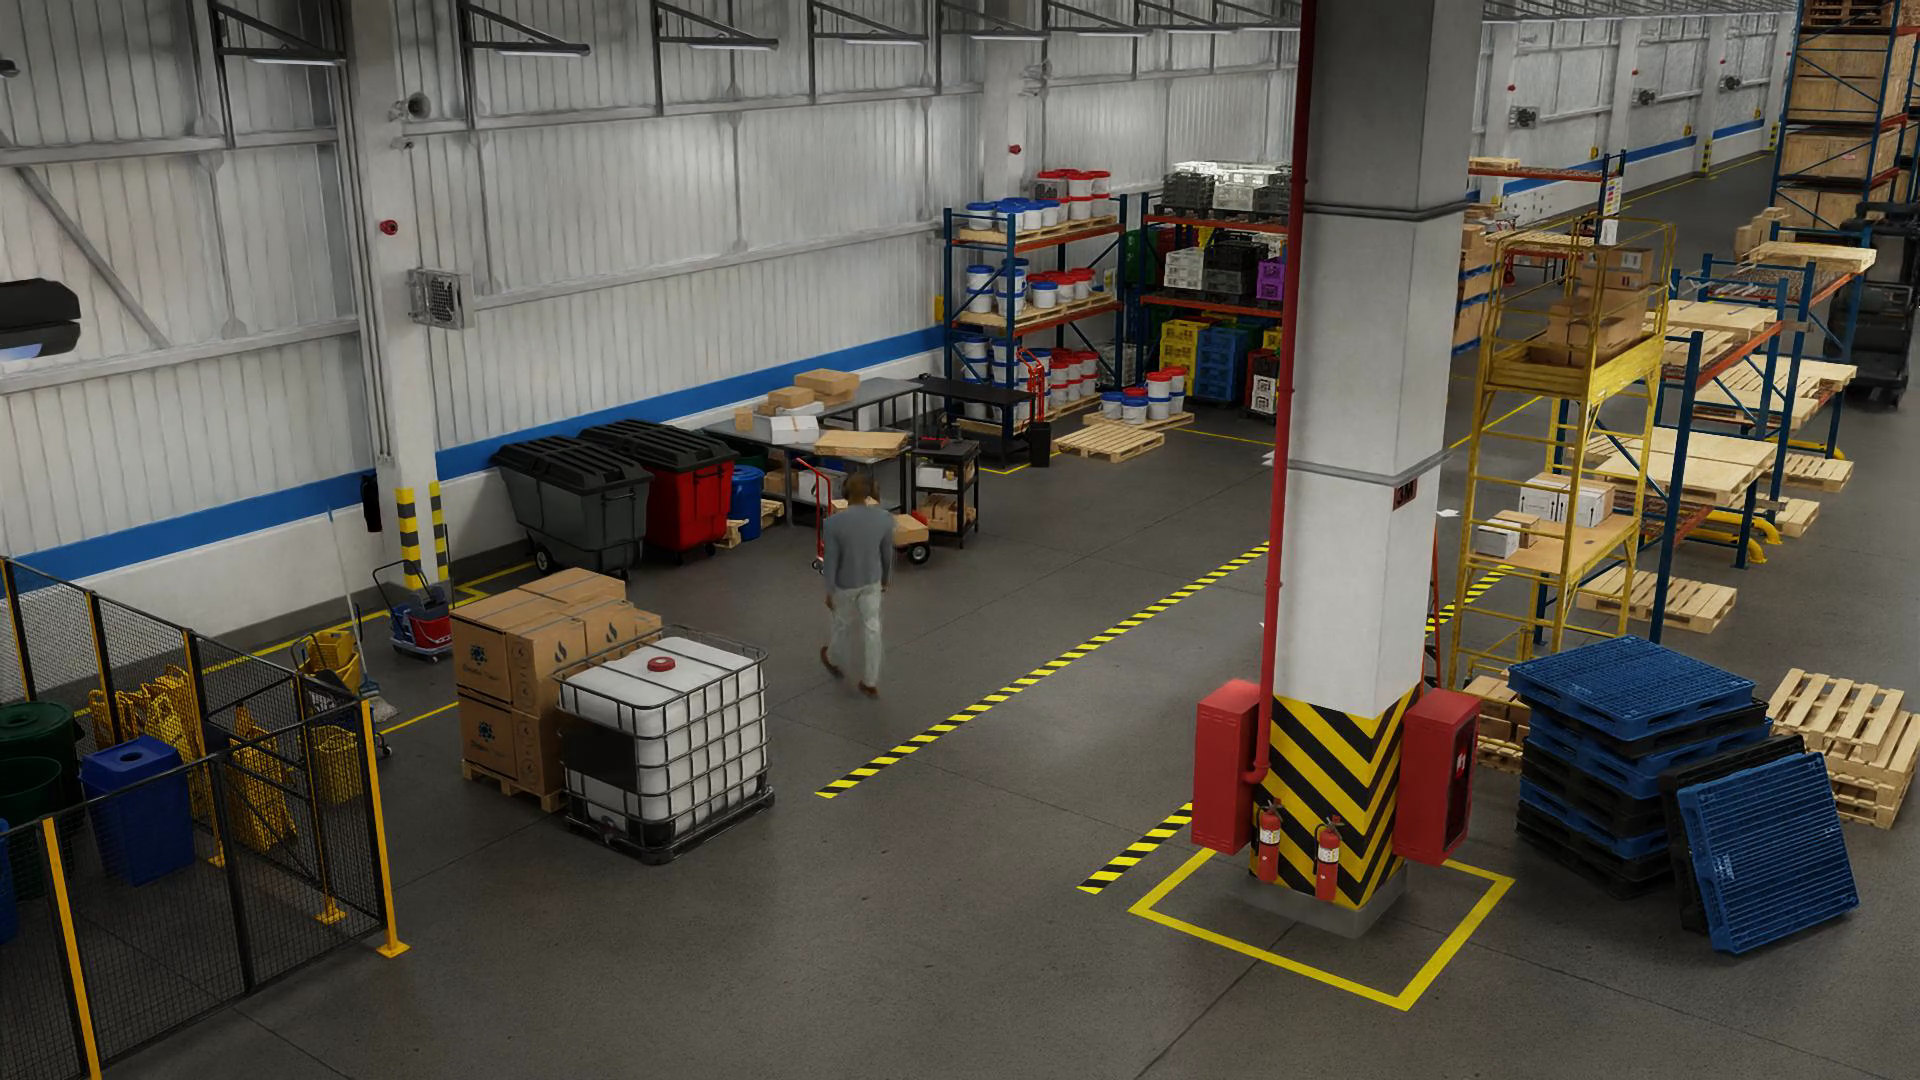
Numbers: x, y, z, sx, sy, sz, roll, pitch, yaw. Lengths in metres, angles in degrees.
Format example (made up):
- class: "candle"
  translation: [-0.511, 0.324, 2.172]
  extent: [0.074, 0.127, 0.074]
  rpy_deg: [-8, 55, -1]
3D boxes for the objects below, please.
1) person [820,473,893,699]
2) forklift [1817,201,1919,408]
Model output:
- class: "person"
  translation: [-0.901, 0.333, 14.150]
  extent: [0.663, 1.894, 0.966]
  rpy_deg: [-8, 20, -23]
- class: "forklift"
  translation: [13.483, -3.539, 24.450]
  extent: [1.129, 2.768, 1.873]
  rpy_deg: [12, 21, 32]
